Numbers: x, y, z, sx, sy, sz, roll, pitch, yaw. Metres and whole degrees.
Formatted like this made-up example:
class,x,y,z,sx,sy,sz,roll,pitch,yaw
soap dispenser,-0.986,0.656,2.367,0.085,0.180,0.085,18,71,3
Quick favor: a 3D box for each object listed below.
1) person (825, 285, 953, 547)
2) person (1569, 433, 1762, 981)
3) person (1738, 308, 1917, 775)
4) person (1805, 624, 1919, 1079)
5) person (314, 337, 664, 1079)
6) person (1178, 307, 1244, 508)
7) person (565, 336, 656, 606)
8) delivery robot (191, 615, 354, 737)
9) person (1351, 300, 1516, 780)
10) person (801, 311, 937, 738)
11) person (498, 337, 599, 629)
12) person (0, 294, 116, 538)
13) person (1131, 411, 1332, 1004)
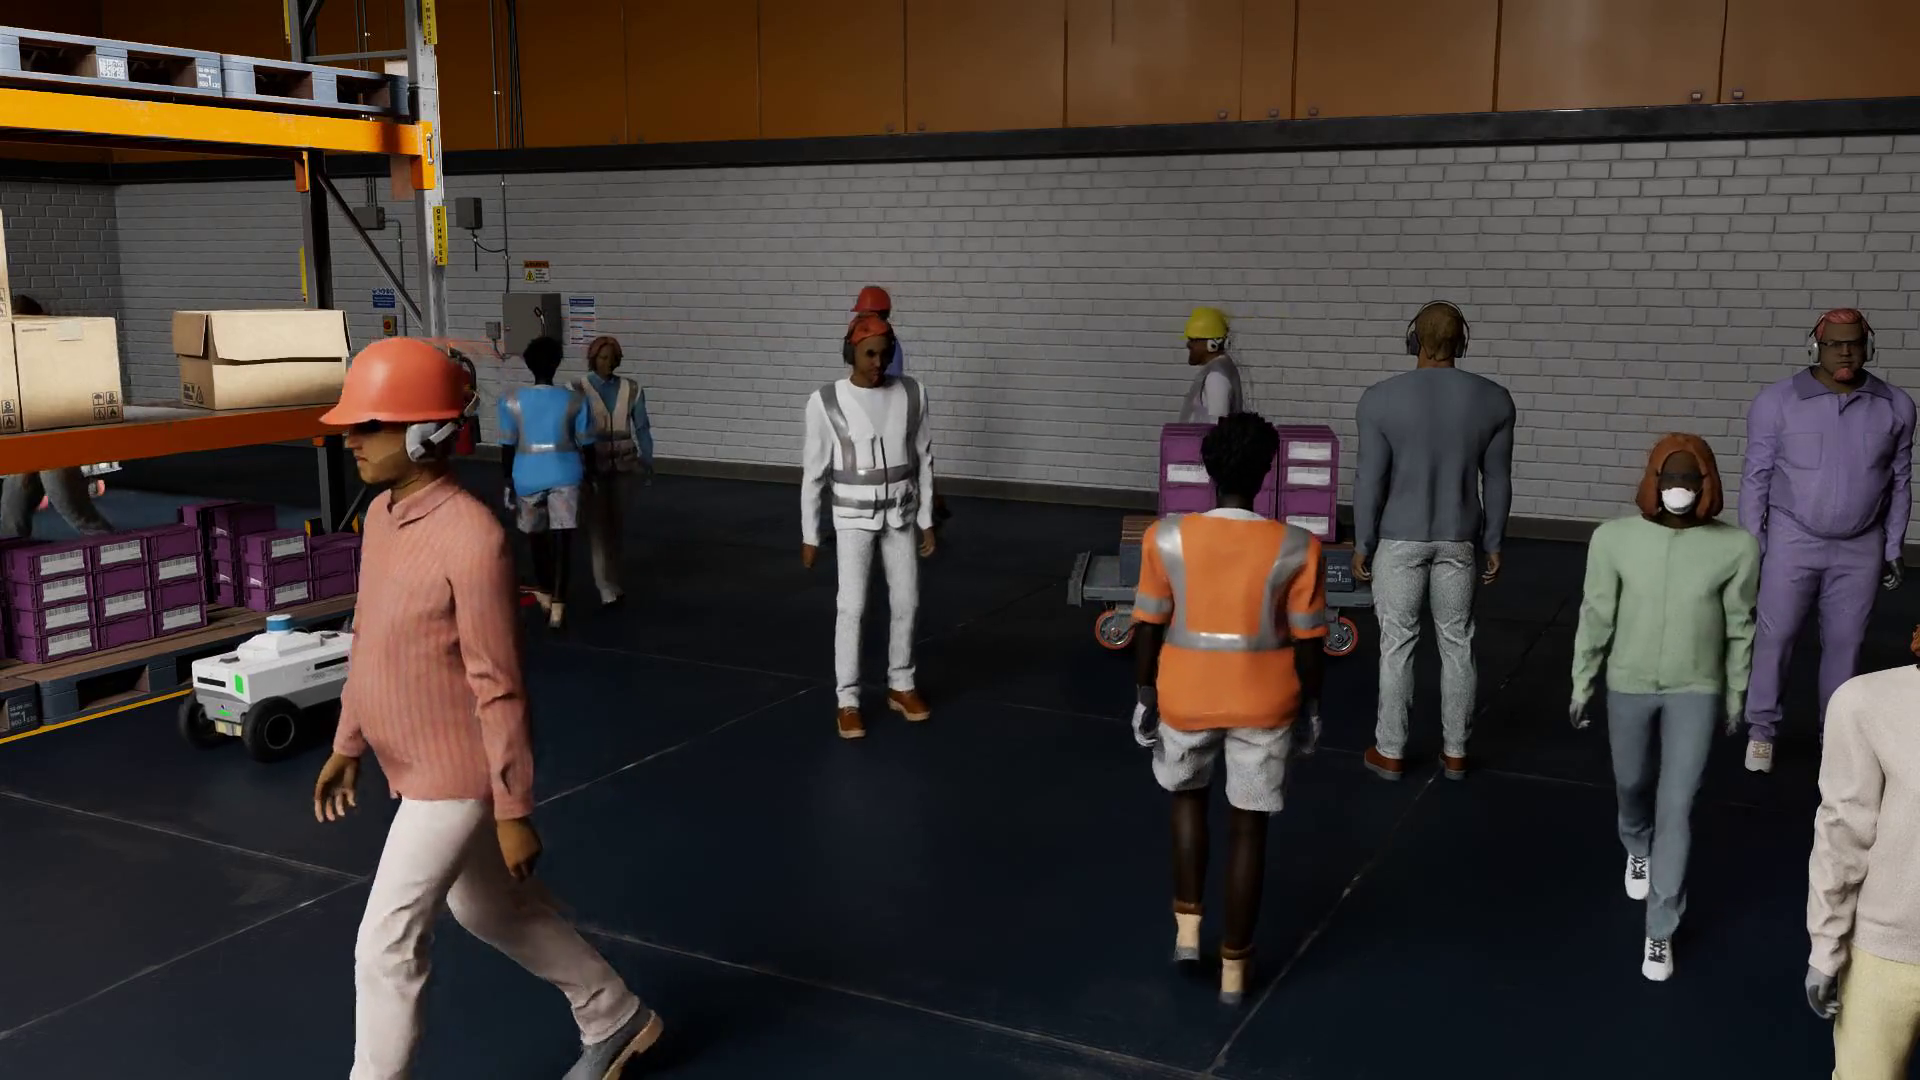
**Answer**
class,x,y,z,sx,sy,sz,roll,pitch,yaw
person,-0.504,-0.904,12.134,0.941,1.903,0.553,-2,10,-14
person,2.181,0.452,5.169,0.504,1.602,0.847,5,11,26
person,3.502,0.020,6.747,0.651,1.907,0.409,2,10,11
person,1.840,0.792,3.092,0.496,1.629,0.277,4,10,20
person,-1.136,0.505,3.835,1.004,1.958,0.625,-6,12,-33
person,1.534,-0.481,9.931,0.493,1.810,0.629,2,10,11
person,-2.101,-0.412,10.067,0.525,1.615,0.681,-6,11,-30
delivery robot,-2.939,0.567,7.215,0.477,0.478,0.707,5,11,29
person,1.886,0.012,6.700,0.635,1.938,0.359,0,10,1
person,-0.410,-0.075,7.384,0.655,1.873,0.466,-4,11,-24
person,-2.354,-0.337,9.541,0.542,1.650,0.884,-2,10,-9
person,-5.377,-0.490,9.773,0.644,1.896,1.017,9,13,43
person,0.776,0.474,4.753,0.555,1.678,0.404,3,10,16
